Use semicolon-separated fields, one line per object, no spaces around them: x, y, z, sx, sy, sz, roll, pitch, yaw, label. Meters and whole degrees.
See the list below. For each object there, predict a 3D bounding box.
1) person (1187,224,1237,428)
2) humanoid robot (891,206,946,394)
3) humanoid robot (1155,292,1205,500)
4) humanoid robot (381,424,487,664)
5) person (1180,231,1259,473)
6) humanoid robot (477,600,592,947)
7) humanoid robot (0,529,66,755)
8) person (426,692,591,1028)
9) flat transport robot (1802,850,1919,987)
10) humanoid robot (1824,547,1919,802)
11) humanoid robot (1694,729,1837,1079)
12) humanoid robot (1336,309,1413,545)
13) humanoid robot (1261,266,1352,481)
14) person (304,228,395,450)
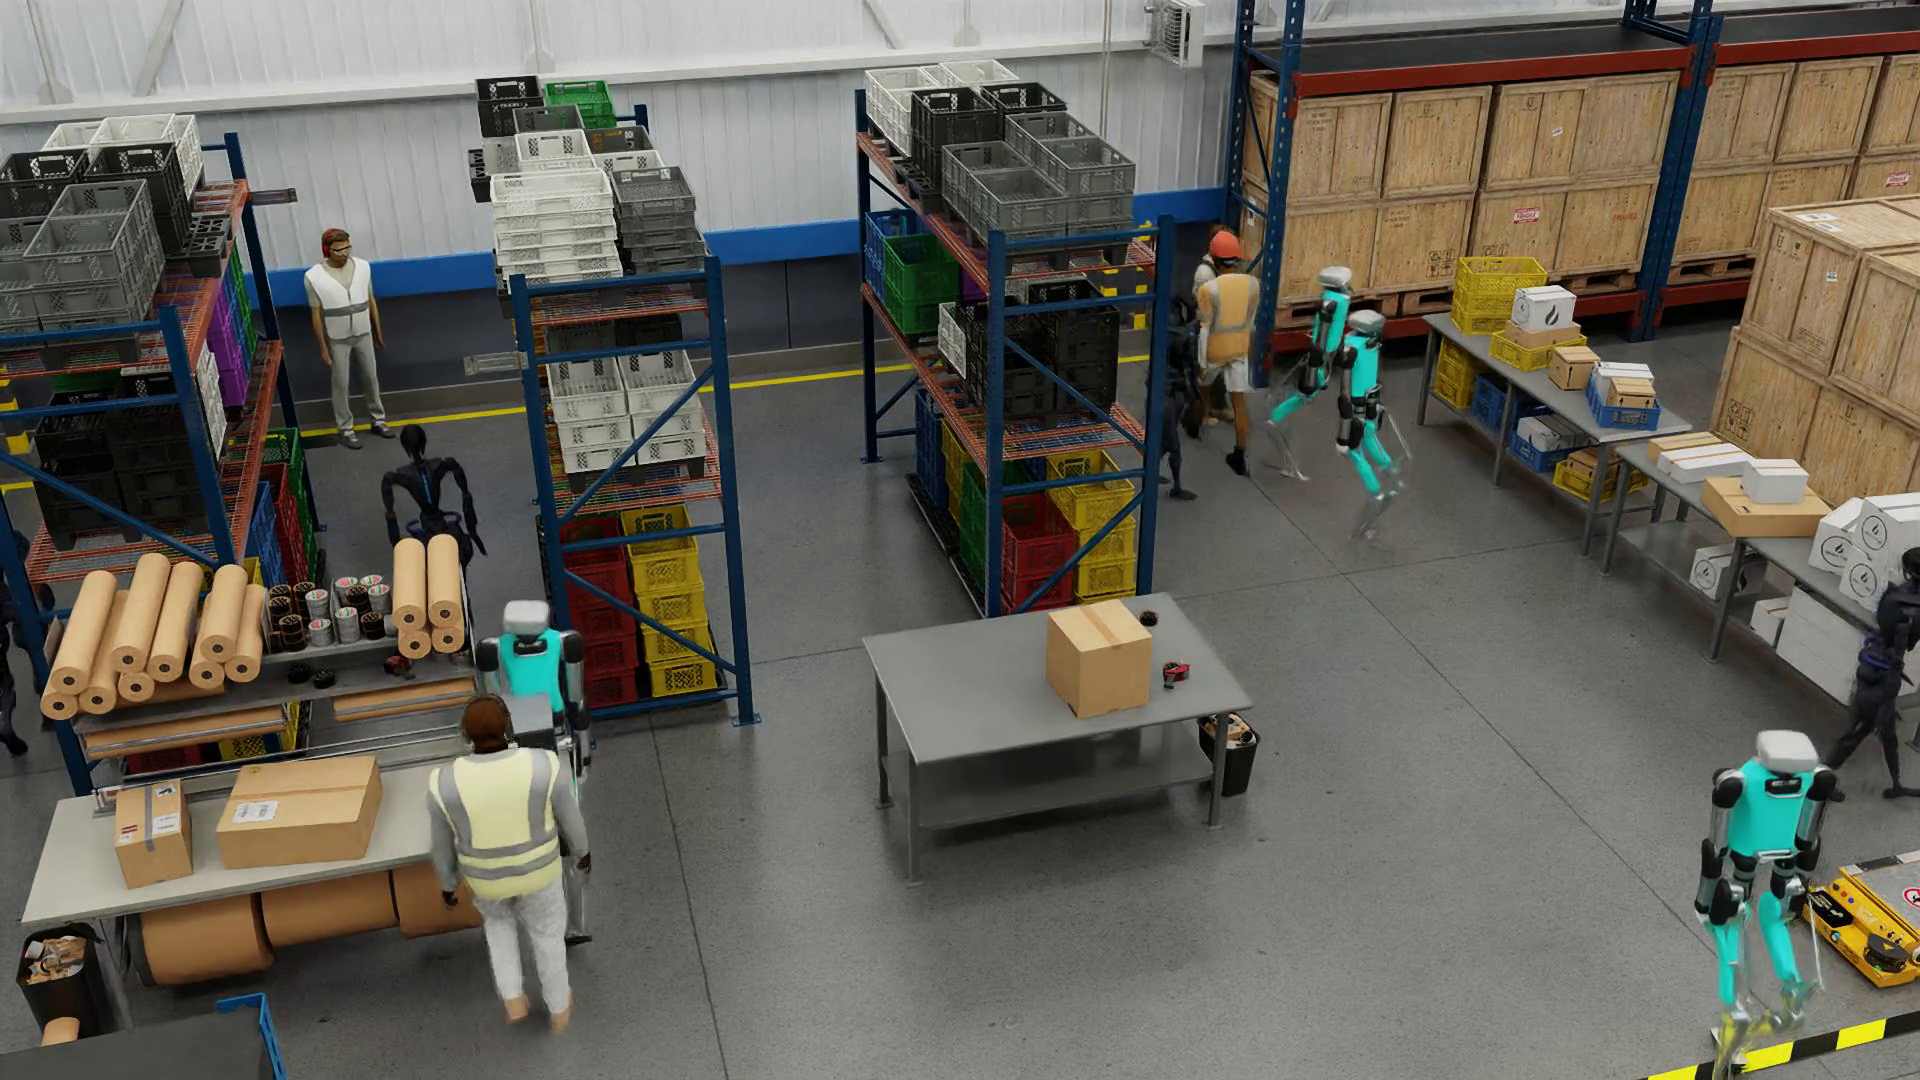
2.146;-1.734;13.713;0.569;1.821;0.567;10;30;18;person
-0.370;-2.124;14.500;0.589;1.773;0.874;5;29;10;humanoid robot
1.695;-1.129;12.777;0.655;1.634;0.596;22;35;34;humanoid robot
-3.399;-0.017;10.767;0.595;1.624;0.755;-14;32;-23;humanoid robot
2.097;-1.538;13.295;0.558;1.878;1.035;-7;30;-13;person
-2.089;1.273;8.378;0.556;1.769;1.014;-7;30;-13;humanoid robot
-5.643;0.491;9.810;0.598;1.634;0.538;-8;30;-14;humanoid robot
-2.077;1.530;7.761;0.687;1.822;0.446;-5;29;-9;person
5.163;1.916;8.676;1.431;0.231;0.659;-8;30;-14;flat transport robot
5.232;0.799;9.259;0.676;1.636;0.603;14;32;24;humanoid robot
3.632;1.795;7.493;0.547;1.899;0.716;-2;29;-4;humanoid robot
3.026;-0.748;12.032;0.681;1.812;0.541;21;35;33;humanoid robot
2.642;-1.274;13.004;0.657;1.843;0.542;14;32;23;humanoid robot
-4.985;-1.658;13.554;0.384;1.836;0.565;25;38;38;person
